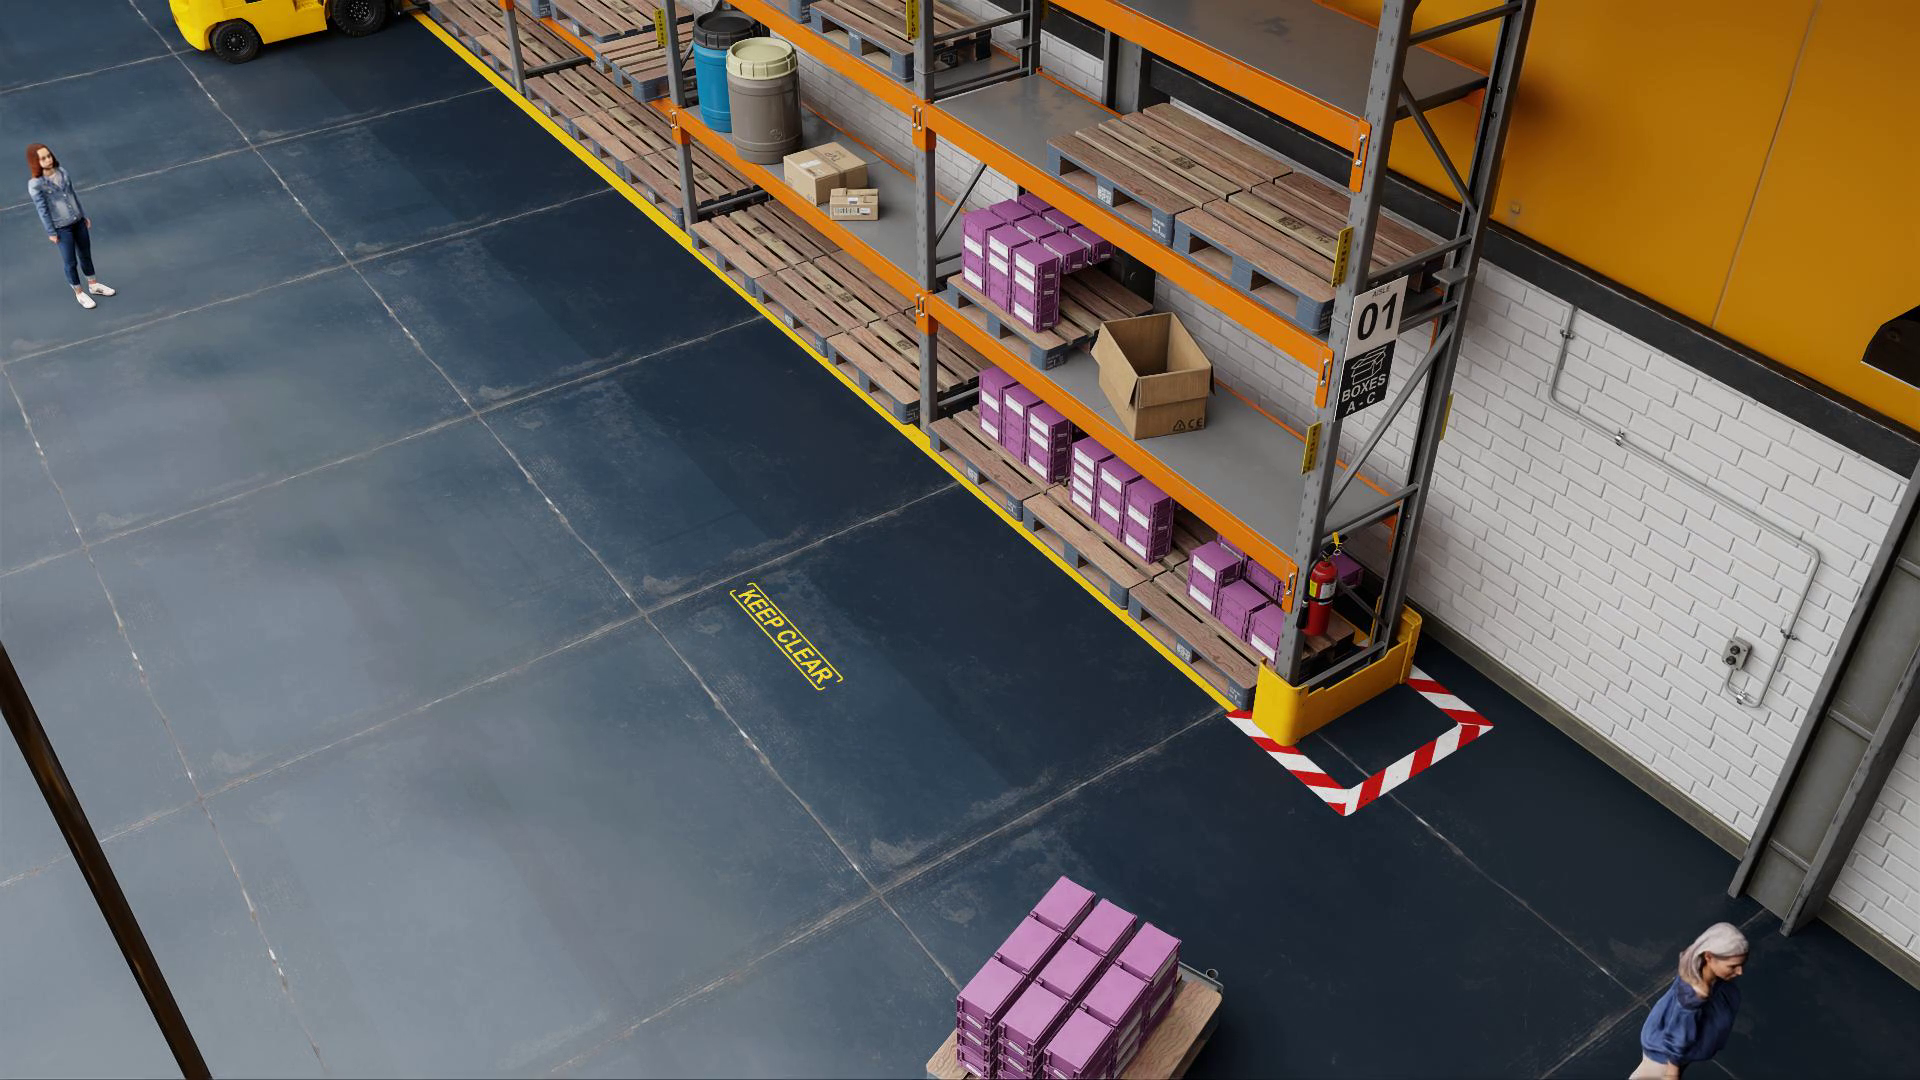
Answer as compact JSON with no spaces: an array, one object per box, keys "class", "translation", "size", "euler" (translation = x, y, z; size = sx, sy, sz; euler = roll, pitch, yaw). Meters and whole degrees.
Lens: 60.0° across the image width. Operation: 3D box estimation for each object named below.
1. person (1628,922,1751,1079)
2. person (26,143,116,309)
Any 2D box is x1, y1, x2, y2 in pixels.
[{"class":"person","translation":[3.353,2.377,7.836],"size":[0.673,1.700,0.683],"euler":[25,45,27]},{"class":"person","translation":[-7.759,-2.748,14.431],"size":[0.669,1.476,0.646],"euler":[13,40,16]}]
